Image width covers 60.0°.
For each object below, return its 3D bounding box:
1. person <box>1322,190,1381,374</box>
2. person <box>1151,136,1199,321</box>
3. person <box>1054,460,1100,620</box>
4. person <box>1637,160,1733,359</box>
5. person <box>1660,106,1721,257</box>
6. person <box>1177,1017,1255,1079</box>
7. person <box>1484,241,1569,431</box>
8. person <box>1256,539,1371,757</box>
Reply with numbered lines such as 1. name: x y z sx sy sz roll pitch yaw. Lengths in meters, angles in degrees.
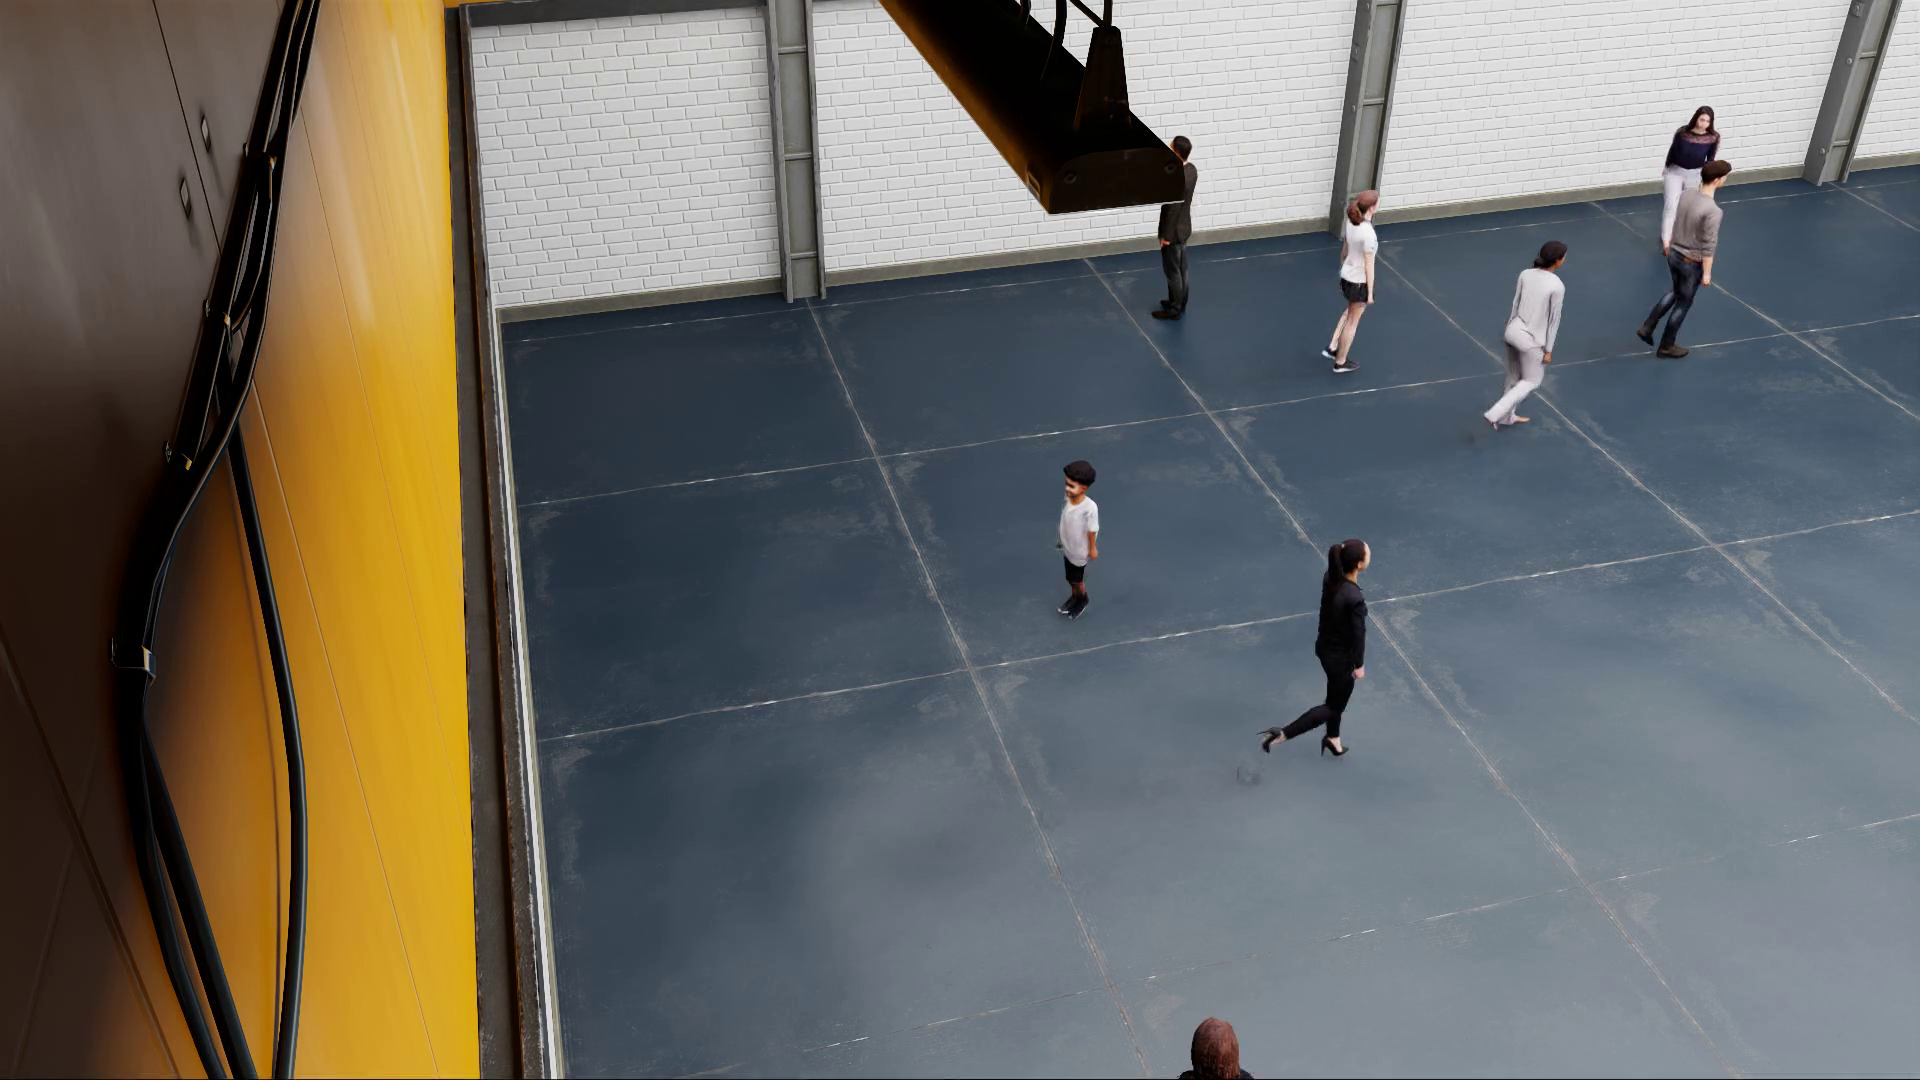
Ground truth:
1. person: 3.457 -2.283 14.856 0.635 1.745 0.603 -12 36 -18
2. person: 2.067 -2.977 15.848 0.777 1.803 0.751 14 36 20
3. person: 0.883 -0.021 11.903 0.592 1.248 0.569 -26 41 -33
4. person: 6.520 -2.523 15.088 0.727 1.889 0.708 -7 34 -11
5. person: 7.488 -3.751 17.243 1.057 1.548 1.018 13 36 19
6. person: 1.074 2.812 7.272 1.032 1.657 0.735 -12 36 -18
7. person: 4.712 -1.658 13.949 0.880 1.709 0.711 -17 37 -24
8. person: 2.276 0.750 10.338 0.910 1.695 0.599 -8 34 -11
